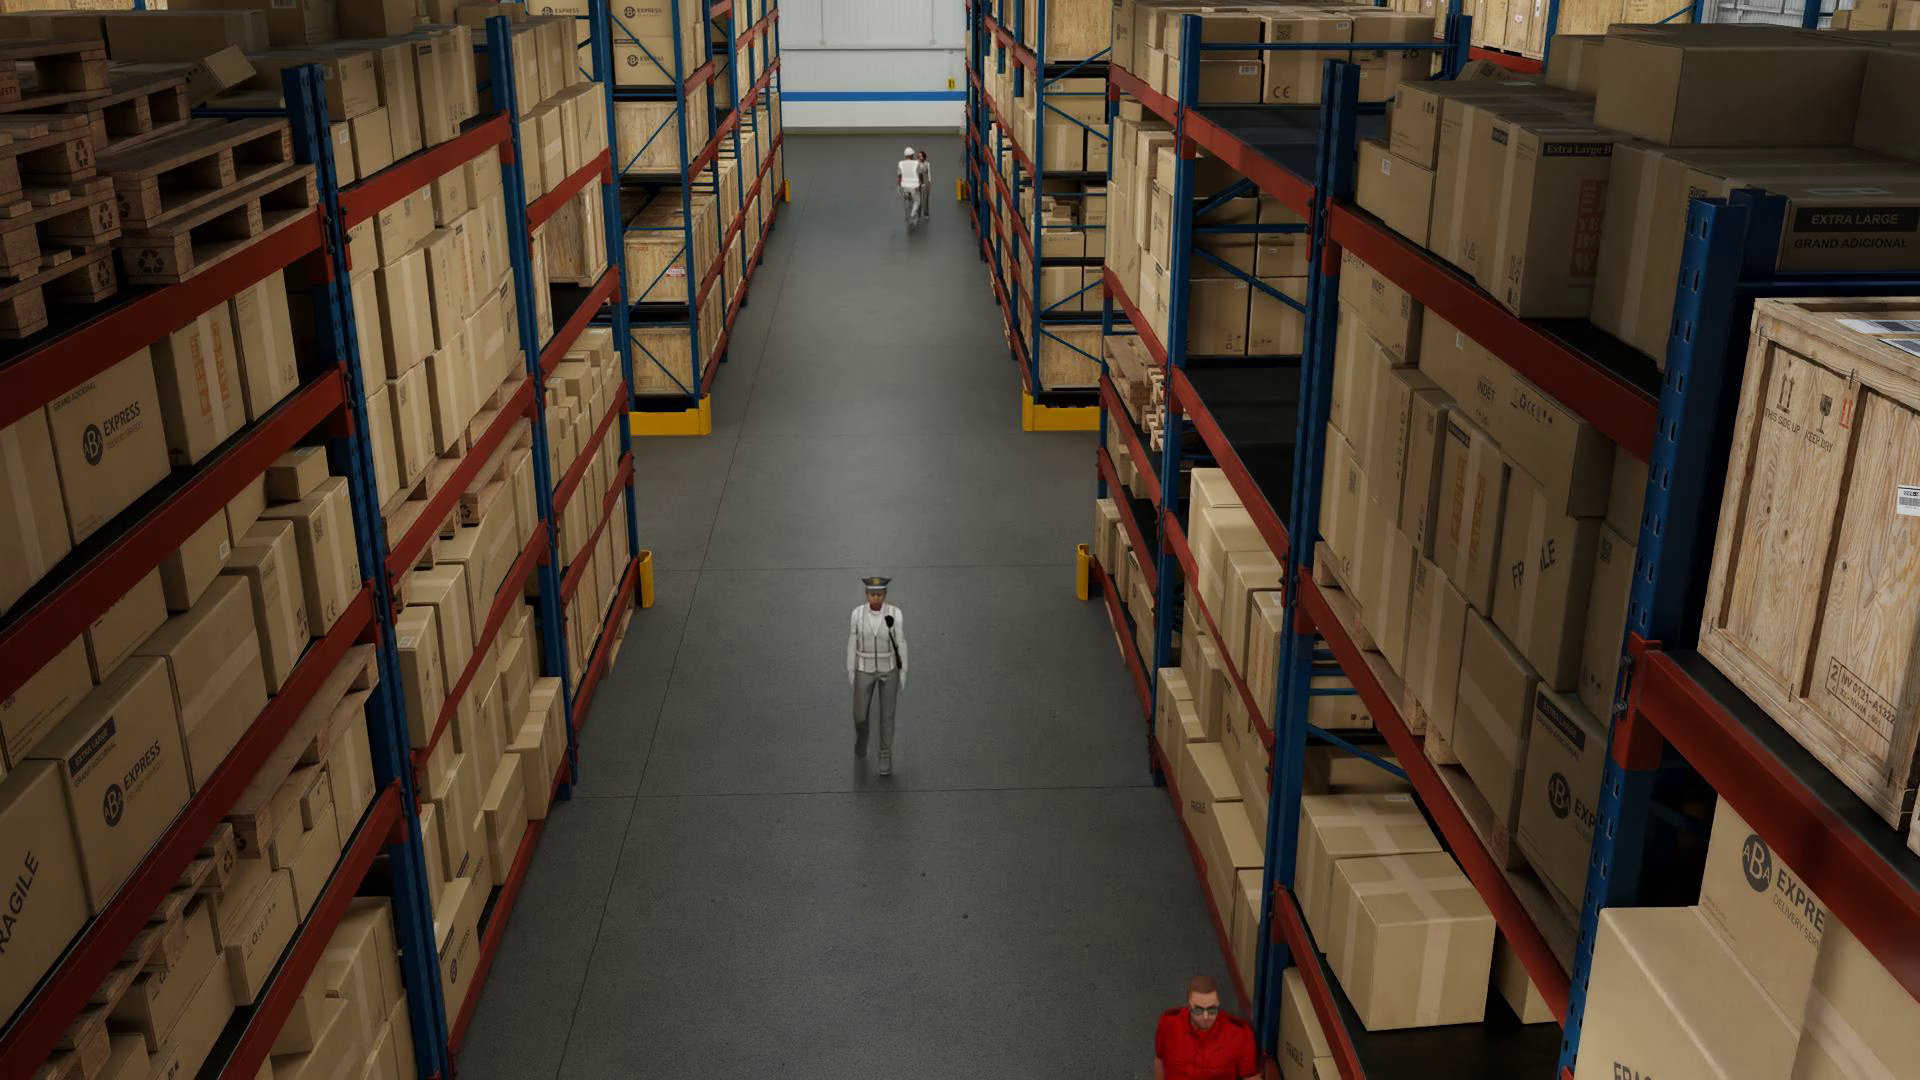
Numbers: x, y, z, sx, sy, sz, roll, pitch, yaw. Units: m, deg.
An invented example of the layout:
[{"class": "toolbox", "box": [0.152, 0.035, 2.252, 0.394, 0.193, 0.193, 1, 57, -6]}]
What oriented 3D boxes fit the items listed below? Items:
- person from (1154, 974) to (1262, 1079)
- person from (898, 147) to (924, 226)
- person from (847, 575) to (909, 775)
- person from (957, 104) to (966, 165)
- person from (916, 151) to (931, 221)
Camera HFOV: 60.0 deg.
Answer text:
[{"class": "person", "box": [1.290, 2.948, 8.640, 0.576, 1.716, 0.808, 7, 21, 17]}, {"class": "person", "box": [-1.135, -8.084, 38.095, 0.595, 1.778, 0.754, 3, 21, 8]}, {"class": "person", "box": [-0.678, 1.085, 13.678, 0.510, 1.685, 0.477, 0, 20, -1]}, {"class": "person", "box": [0.202, -11.656, 47.729, 0.563, 1.776, 0.754, -13, 24, -31]}, {"class": "person", "box": [-0.891, -8.284, 38.931, 0.409, 1.603, 0.331, 2, 21, 5]}]
